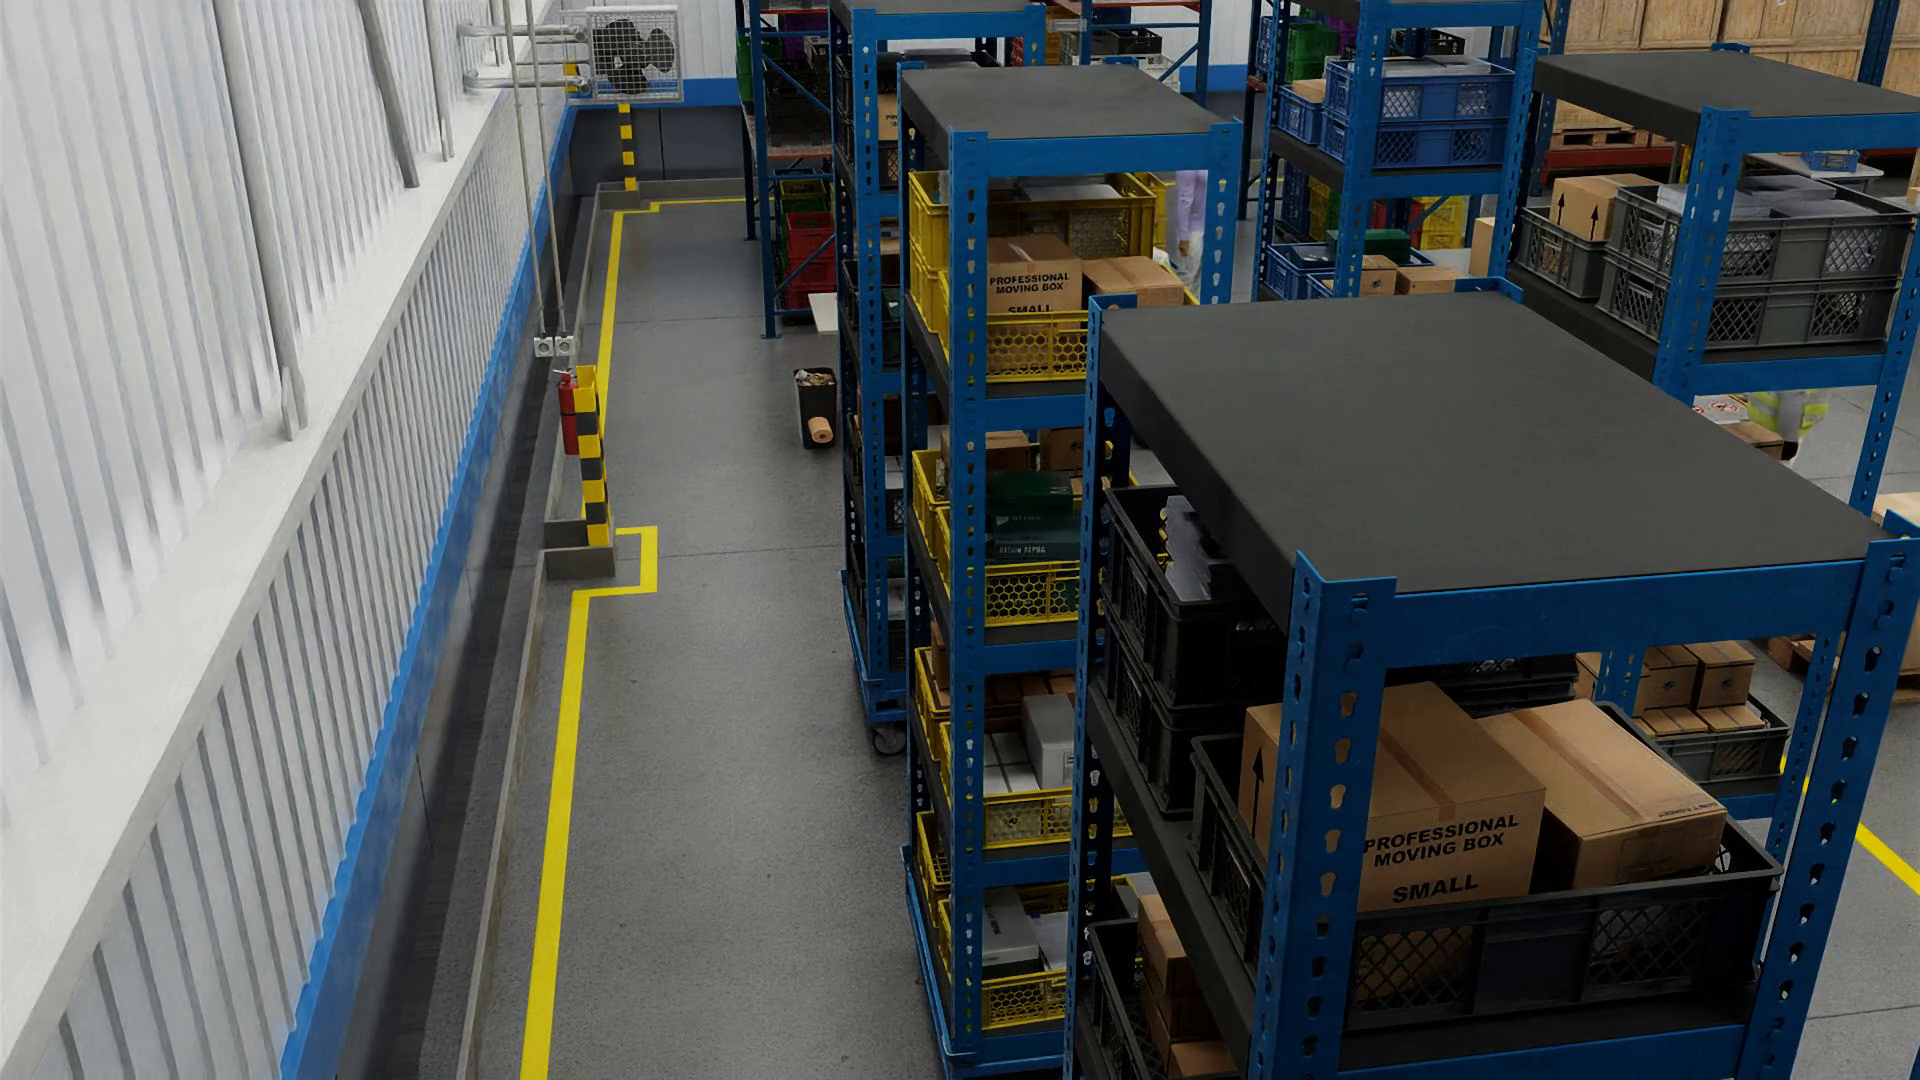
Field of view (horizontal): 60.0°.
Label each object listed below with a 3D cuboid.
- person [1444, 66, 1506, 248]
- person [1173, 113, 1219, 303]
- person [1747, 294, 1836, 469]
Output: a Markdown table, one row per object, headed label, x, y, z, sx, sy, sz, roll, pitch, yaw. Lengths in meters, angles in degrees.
| label | x | y | z | sx | sy | sz | roll | pitch | yaw |
| --- | --- | --- | --- | --- | --- | --- | --- | --- | --- |
| person | 5.220 | -3.819 | 16.691 | 0.616 | 1.852 | 0.472 | 12 | 27 | 24 |
| person | 1.987 | -2.610 | 13.972 | 0.376 | 1.932 | 0.631 | 16 | 29 | 31 |
| person | 4.922 | -0.704 | 9.936 | 0.430 | 1.841 | 0.624 | 7 | 26 | 16 |
